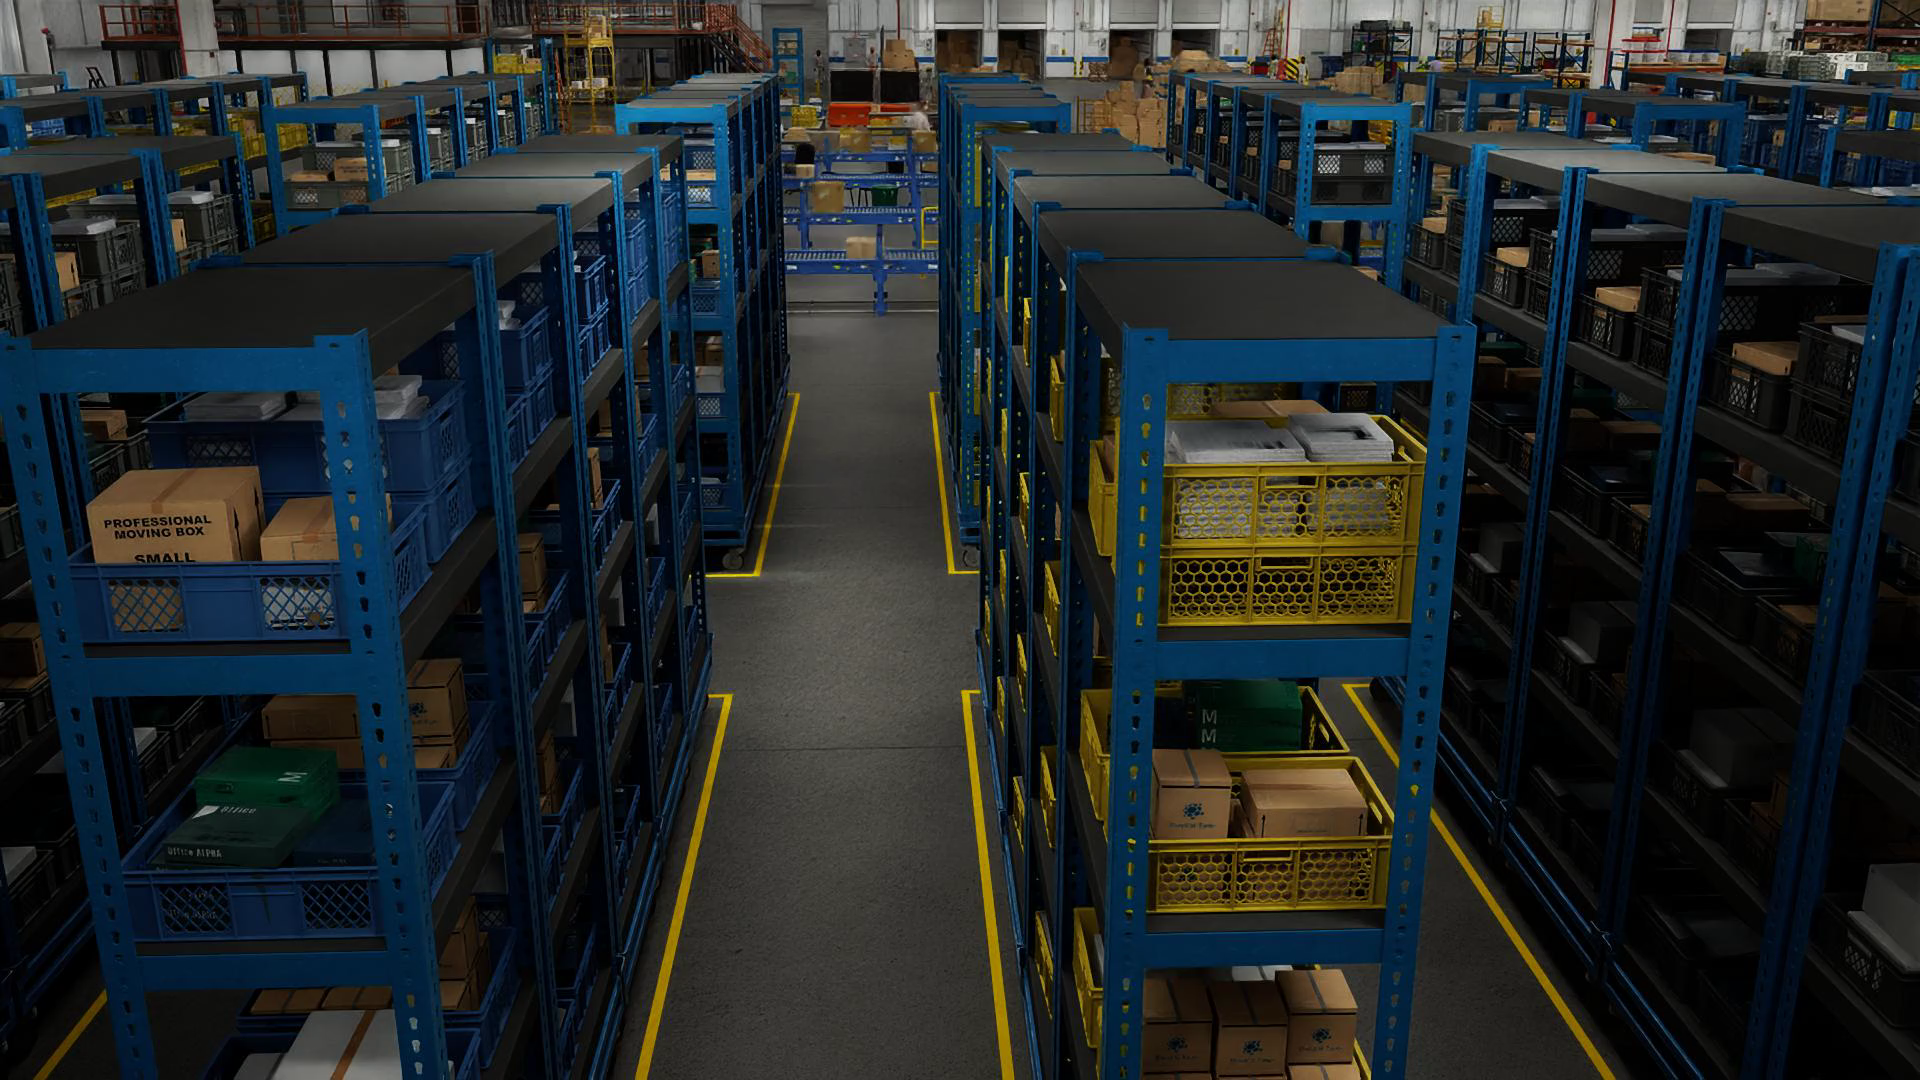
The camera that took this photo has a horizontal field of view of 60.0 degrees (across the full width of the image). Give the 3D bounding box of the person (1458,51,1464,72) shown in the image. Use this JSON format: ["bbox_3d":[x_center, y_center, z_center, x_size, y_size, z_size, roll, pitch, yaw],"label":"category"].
[{"bbox_3d":[26.105,-24.589,86.907,0.442,1.920,0.635,17,24,42],"label":"person"}]

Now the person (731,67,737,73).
[{"bbox_3d":[-8.858,-17.815,65.998,0.939,1.890,0.598,3,18,9],"label":"person"}]

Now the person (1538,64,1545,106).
[{"bbox_3d":[24.106,-18.837,69.197,0.510,1.860,0.334,-17,24,-42],"label":"person"}]

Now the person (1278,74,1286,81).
[{"bbox_3d":[11.170,-15.202,57.830,0.374,1.928,0.542,-7,19,-22],"label":"person"}]

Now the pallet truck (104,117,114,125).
[{"bbox_3d":[-18.367,-7.885,35.078,1.885,1.965,0.823,1,18,2],"label":"pallet truck"}]

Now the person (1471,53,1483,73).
[{"bbox_3d":[26.952,-24.568,86.945,1.014,1.854,0.643,16,24,40],"label":"person"}]

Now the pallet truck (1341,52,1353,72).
[{"bbox_3d":[18.794,-23.123,82.231,0.823,1.965,1.885,-13,22,-35],"label":"pallet truck"}]

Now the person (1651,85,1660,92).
[{"bbox_3d":[21.689,-13.306,51.994,0.557,1.906,0.645,-2,18,-5],"label":"person"}]

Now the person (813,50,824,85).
[{"bbox_3d":[-7.685,-25.701,90.483,0.619,1.836,0.431,-11,21,-31],"label":"person"}]

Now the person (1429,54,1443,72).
[{"bbox_3d":[23.597,-23.119,82.416,0.665,1.874,0.697,1,18,3],"label":"person"}]

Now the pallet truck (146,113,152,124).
[{"bbox_3d":[-18.087,-8.309,36.390,1.885,1.965,0.823,-1,18,-4],"label":"pallet truck"}]

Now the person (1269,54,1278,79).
[{"bbox_3d":[15.779,-23.562,83.843,0.429,1.839,0.634,-3,18,-10],"label":"person"}]

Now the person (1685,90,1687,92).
[{"bbox_3d":[30.783,-19.133,69.991,0.662,1.925,0.620,-2,18,-5],"label":"person"}]

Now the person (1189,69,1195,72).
[{"bbox_3d":[8.736,-16.679,62.411,0.988,1.913,0.608,2,18,8],"label":"person"}]

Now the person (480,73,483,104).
[{"bbox_3d":[-17.340,-15.994,60.416,0.504,1.847,0.345,-15,23,-39],"label":"person"}]

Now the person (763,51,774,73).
[{"bbox_3d":[-9.861,-24.206,85.703,0.554,1.940,0.443,3,18,8],"label":"person"}]

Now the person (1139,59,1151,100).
[{"bbox_3d":[8.330,-20.707,74.931,0.871,1.884,0.587,3,18,9],"label":"person"}]

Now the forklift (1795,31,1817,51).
[{"bbox_3d":[45.898,-26.250,90.495,1.129,2.768,1.873,-1,18,-2],"label":"forklift"}]

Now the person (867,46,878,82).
[{"bbox_3d":[-4.862,-26.447,92.543,0.636,1.980,0.564,1,18,2],"label":"person"}]

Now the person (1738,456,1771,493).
[{"bbox_3d":[6.068,-0.657,12.715,0.396,1.992,0.623,12,21,33],"label":"person"}]

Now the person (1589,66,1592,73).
[{"bbox_3d":[30.294,-22.212,79.344,0.535,2.000,0.681,10,20,28],"label":"person"}]

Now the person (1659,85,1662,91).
[{"bbox_3d":[21.879,-13.568,52.828,0.544,1.906,0.859,-17,24,-41],"label":"person"}]

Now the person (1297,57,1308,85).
[{"bbox_3d":[16.148,-21.860,78.528,0.508,1.872,0.329,9,20,25],"label":"person"}]

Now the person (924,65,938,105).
[{"bbox_3d":[-1.301,-19.683,72.035,0.512,1.708,0.790,16,24,40],"label":"person"}]

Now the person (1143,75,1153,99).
[{"bbox_3d":[6.905,-16.232,61.298,0.410,1.753,0.539,1,18,3],"label":"person"}]

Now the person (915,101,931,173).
[{"bbox_3d":[-0.934,-10.422,43.106,0.426,1.883,0.663,2,18,6],"label":"person"}]

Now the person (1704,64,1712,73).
[{"bbox_3d":[30.378,-18.501,68.029,0.629,1.937,0.373,5,19,15],"label":"person"}]
